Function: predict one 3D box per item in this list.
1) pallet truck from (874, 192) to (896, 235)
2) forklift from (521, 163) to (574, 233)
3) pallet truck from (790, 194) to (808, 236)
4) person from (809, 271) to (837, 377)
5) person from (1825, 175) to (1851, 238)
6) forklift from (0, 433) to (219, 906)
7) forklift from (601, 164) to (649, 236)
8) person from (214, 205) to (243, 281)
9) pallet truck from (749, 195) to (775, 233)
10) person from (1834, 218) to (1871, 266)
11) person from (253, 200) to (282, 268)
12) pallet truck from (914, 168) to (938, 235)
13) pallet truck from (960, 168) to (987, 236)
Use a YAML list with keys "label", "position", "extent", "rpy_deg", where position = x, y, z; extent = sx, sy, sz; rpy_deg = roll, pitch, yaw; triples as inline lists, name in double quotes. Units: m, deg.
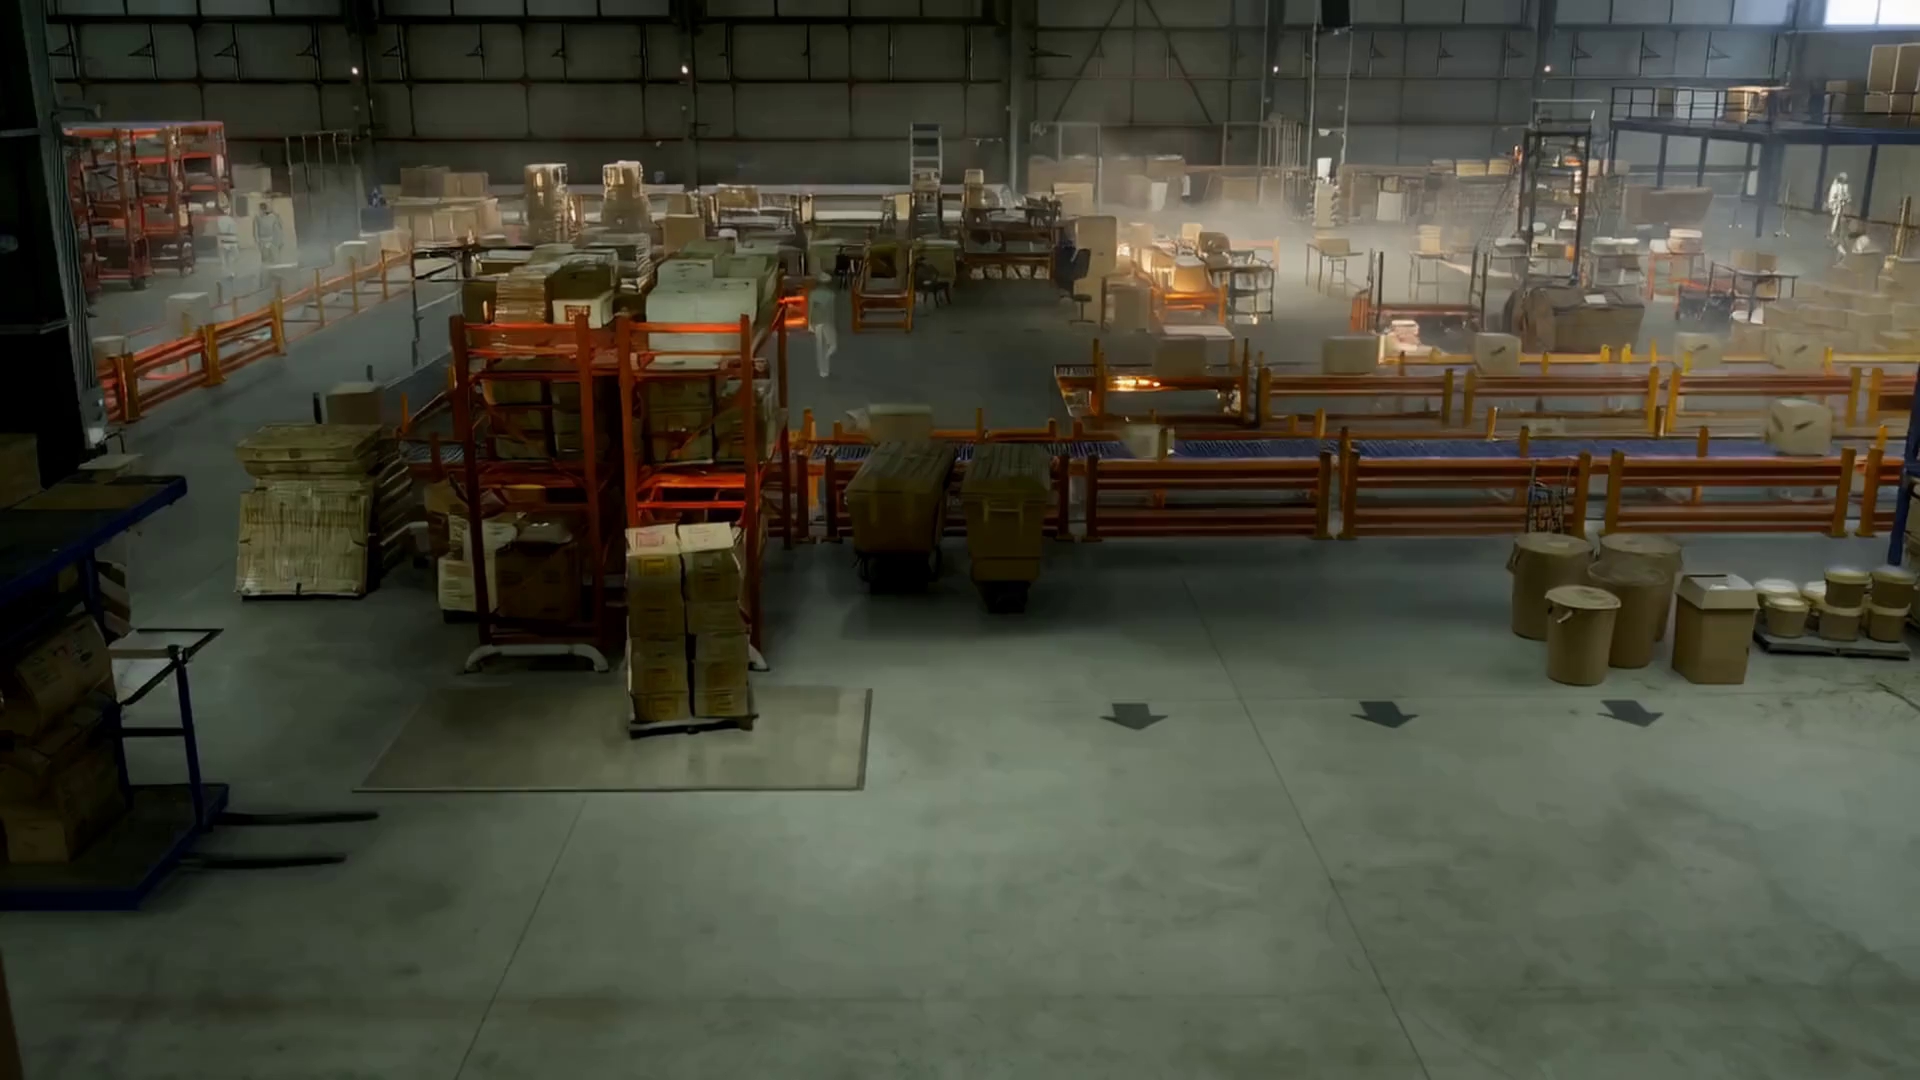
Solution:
- label: "pallet truck"
  position: [-2.277, -9.986, 50.594]
  extent: [0.653, 1.274, 1.630]
  rpy_deg: [0, 16, -1]
- label: "forklift"
  position: [-12.233, -10.122, 49.298]
  extent: [1.157, 1.987, 2.680]
  rpy_deg: [0, 16, -1]
- label: "pallet truck"
  position: [-4.814, -9.883, 50.259]
  extent: [0.704, 1.261, 1.522]
  rpy_deg: [-1, 16, -3]
- label: "person"
  position: [-2.265, -3.576, 27.517]
  extent: [0.530, 1.755, 0.401]
  rpy_deg: [-9, 18, -29]
- label: "person"
  position: [26.055, -9.891, 49.344]
  extent: [0.595, 1.828, 1.025]
  rpy_deg: [0, 16, -2]
- label: "forklift"
  position: [-5.952, 0.780, 10.366]
  extent: [1.873, 2.768, 1.129]
  rpy_deg: [0, 16, -1]
- label: "forklift"
  position: [-9.948, -10.127, 49.296]
  extent: [1.157, 1.987, 2.680]
  rpy_deg: [-1, 16, -3]
- label: "person"
  position: [-17.305, -7.010, 39.346]
  extent: [0.617, 1.809, 0.576]
  rpy_deg: [-1, 16, -3]
- label: "pallet truck"
  position: [-6.051, -9.967, 50.660]
  extent: [0.680, 1.201, 1.601]
  rpy_deg: [0, 16, -1]
- label: "person"
  position: [18.078, -5.516, 33.773]
  extent: [0.633, 2.023, 0.425]
  rpy_deg: [11, 19, 33]
- label: "person"
  position: [-16.385, -7.071, 39.388]
  extent: [0.637, 1.911, 0.406]
  rpy_deg: [-3, 16, -10]
- label: "pallet truck"
  position: [-0.989, -10.316, 50.507]
  extent: [0.823, 1.965, 1.885]
  rpy_deg: [1, 16, 3]
- label: "pallet truck"
  position: [0.383, -10.230, 50.206]
  extent: [0.823, 1.965, 1.885]
  rpy_deg: [-1, 16, -3]
